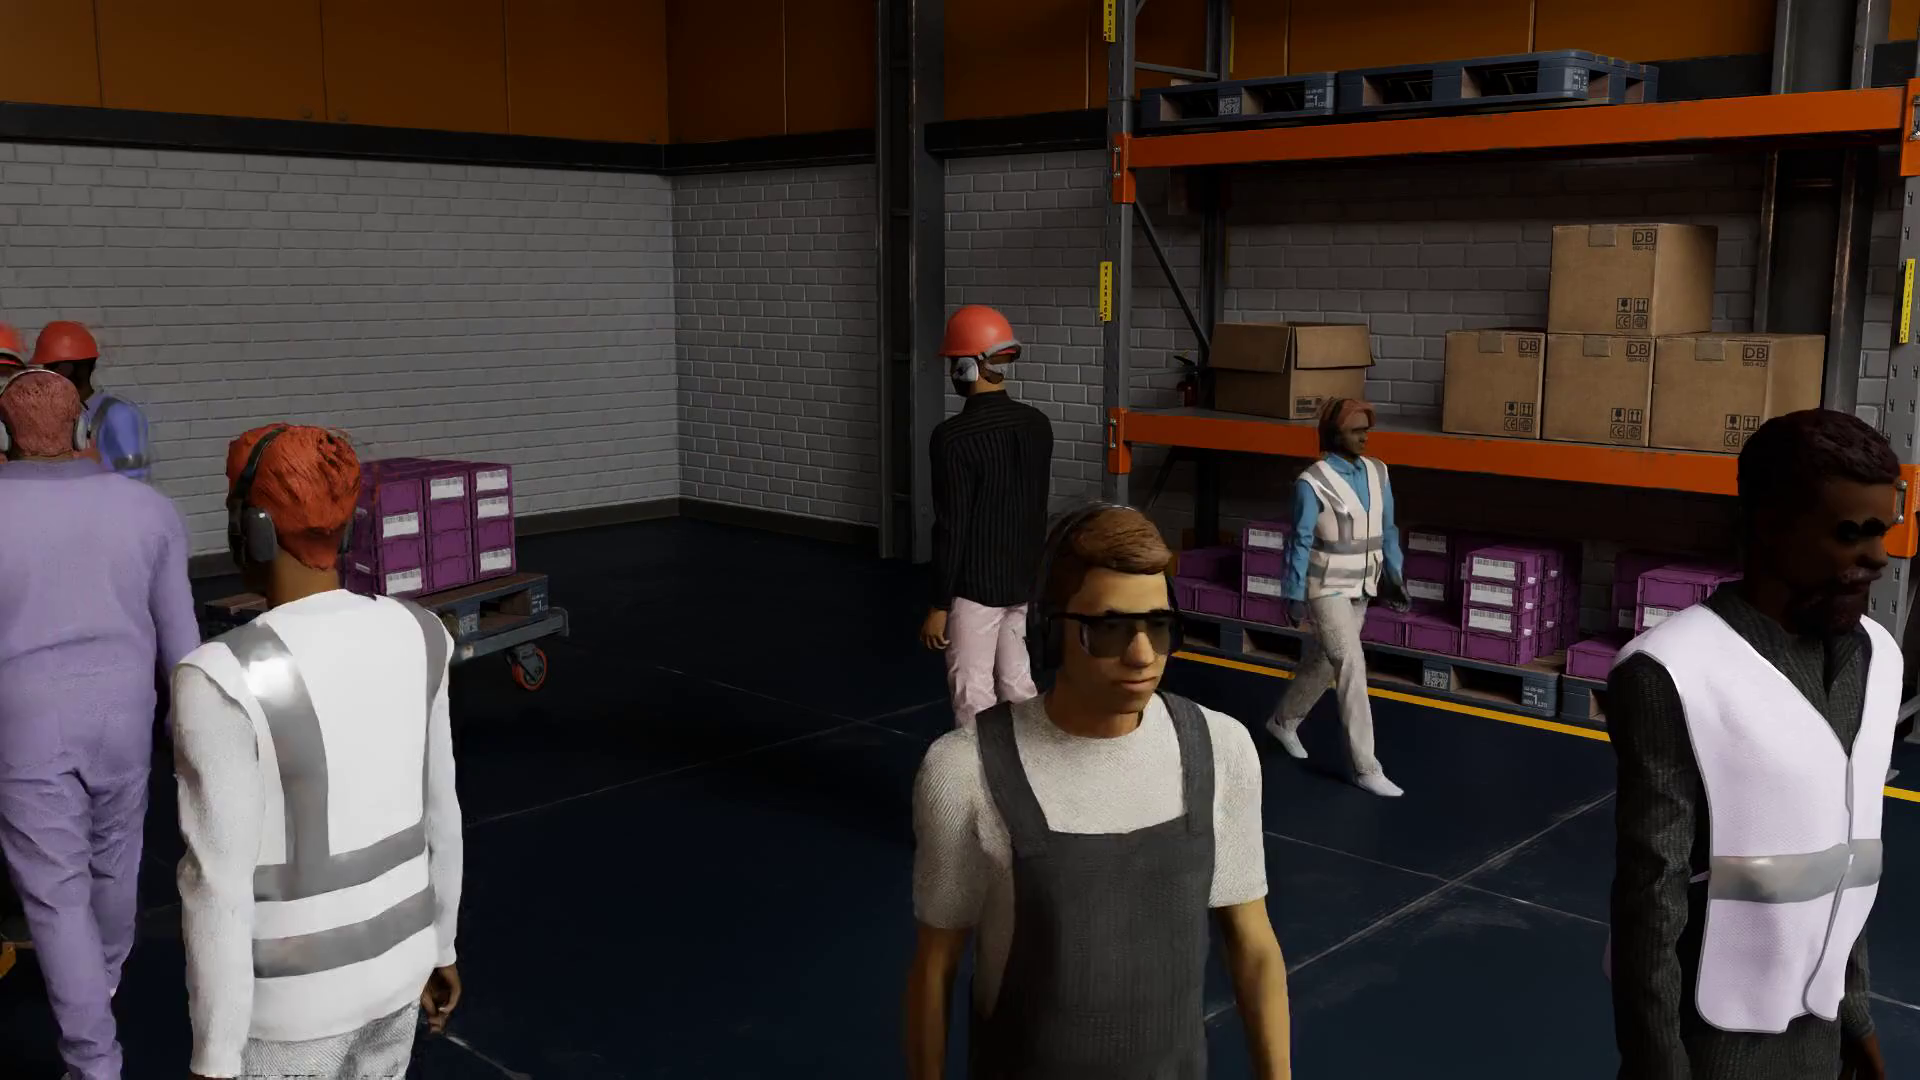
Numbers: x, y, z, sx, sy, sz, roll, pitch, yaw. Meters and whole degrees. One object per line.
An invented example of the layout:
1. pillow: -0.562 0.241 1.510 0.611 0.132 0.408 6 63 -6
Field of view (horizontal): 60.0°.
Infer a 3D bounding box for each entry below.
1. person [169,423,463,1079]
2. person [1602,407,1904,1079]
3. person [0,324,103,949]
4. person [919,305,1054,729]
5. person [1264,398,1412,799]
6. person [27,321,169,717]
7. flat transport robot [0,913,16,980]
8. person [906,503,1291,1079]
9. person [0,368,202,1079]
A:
1. person: -1.009 0.741 2.774 0.505 1.871 0.589 4 10 21
2. person: 1.229 0.748 2.613 0.592 1.916 0.392 -6 11 -31
3. person: -3.019 0.295 5.244 0.763 1.951 0.655 5 10 27
4. person: 0.086 0.170 5.909 0.378 1.995 0.608 7 12 38
5. person: 1.563 0.199 6.930 0.513 1.602 0.826 -8 12 -39
6. person: -3.996 -0.039 7.532 0.564 1.877 1.008 5 11 29
7. flat transport robot: -3.482 1.252 4.547 1.431 0.197 0.652 -1 9 -9
8. person: 0.214 0.847 2.357 0.518 1.799 0.948 -4 10 -21
9. person: -2.379 0.487 4.393 0.651 1.857 1.002 -9 13 -44
